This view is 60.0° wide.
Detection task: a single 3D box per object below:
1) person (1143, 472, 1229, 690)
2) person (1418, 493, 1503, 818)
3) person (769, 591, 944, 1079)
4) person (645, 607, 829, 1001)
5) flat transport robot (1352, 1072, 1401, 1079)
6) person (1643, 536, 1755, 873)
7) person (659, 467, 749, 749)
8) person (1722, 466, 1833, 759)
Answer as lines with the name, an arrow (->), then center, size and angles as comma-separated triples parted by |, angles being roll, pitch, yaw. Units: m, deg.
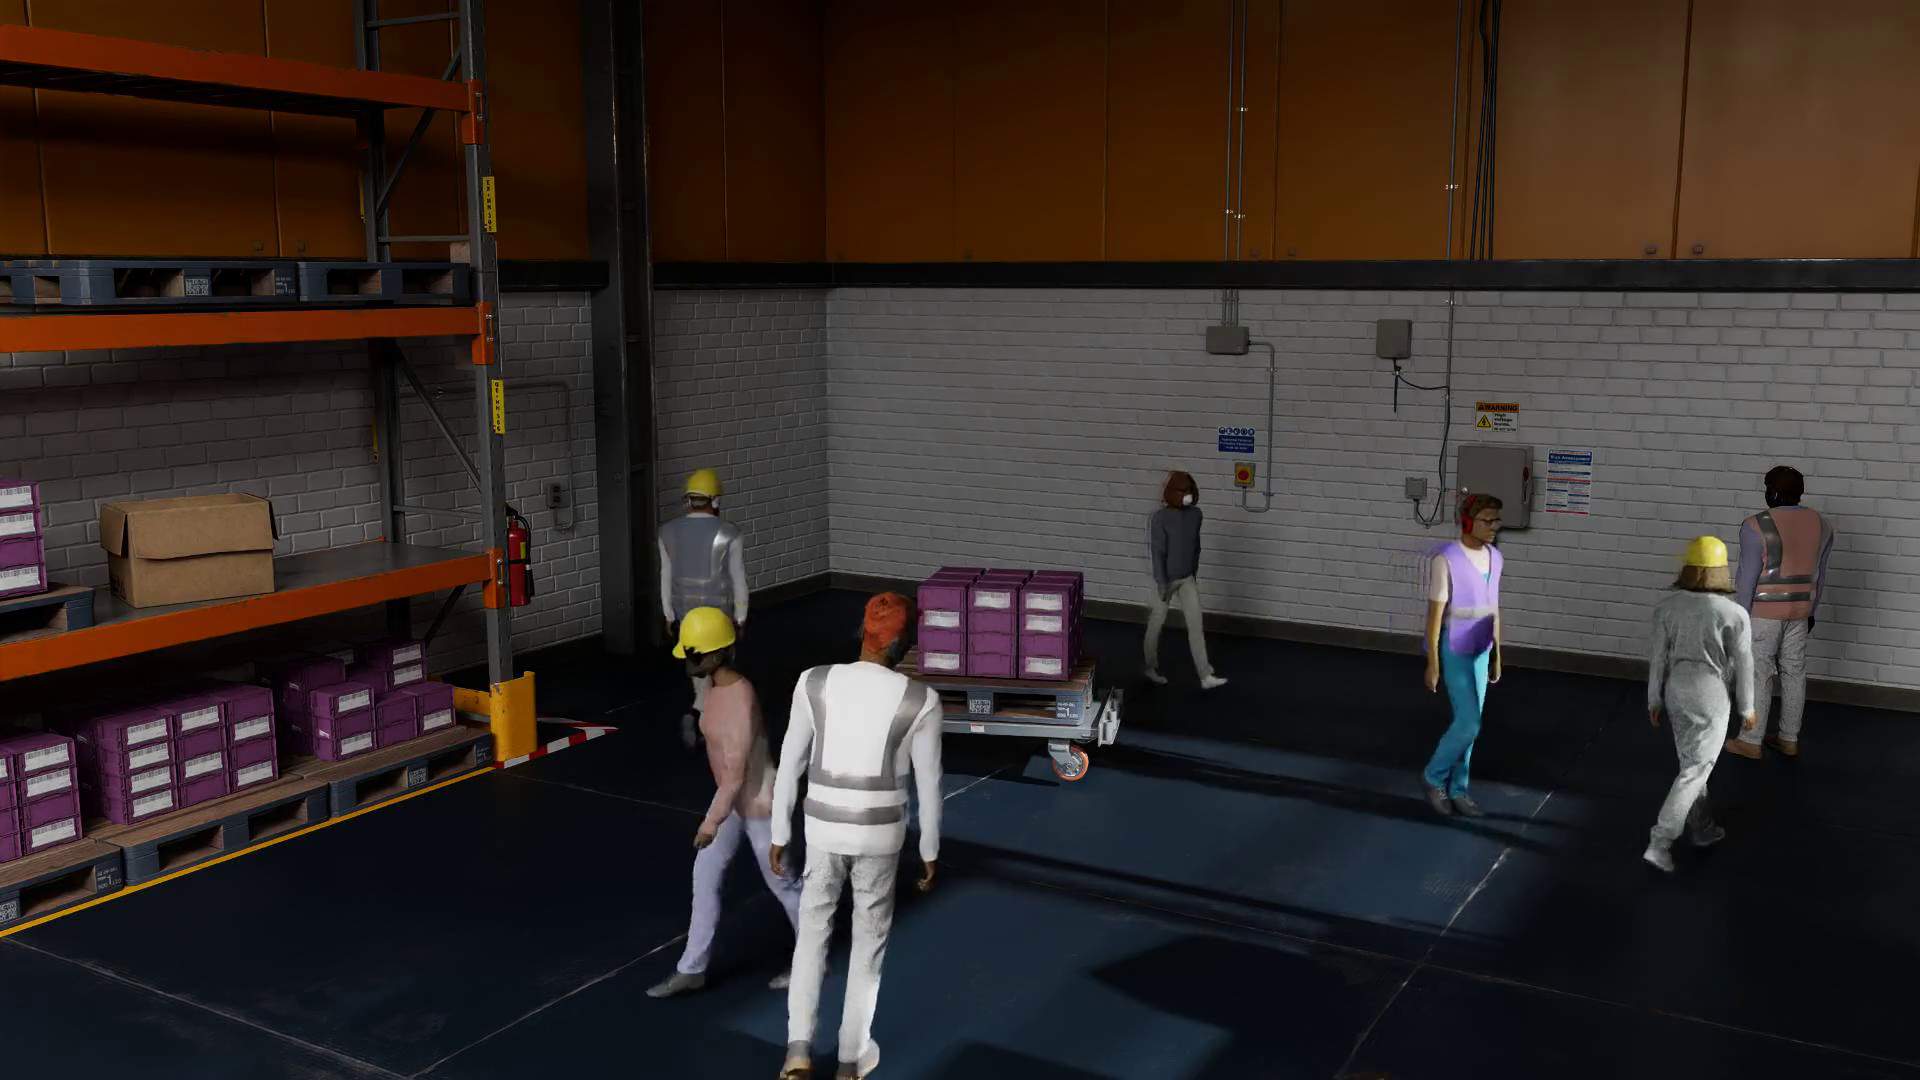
person -> 1.611, 0.305, 12.086 | 0.522, 1.589, 0.827 | -6, 11, -32
person -> 2.802, 0.647, 9.231 | 0.602, 1.830, 0.448 | -8, 12, -39
person -> -0.388, 1.128, 6.168 | 0.632, 1.853, 0.614 | 2, 9, 9
person -> -0.903, 1.096, 6.802 | 0.892, 1.703, 0.523 | -5, 10, -29
flat transport robot -> 1.074, 2.062, 5.259 | 1.431, 0.197, 0.652 | -6, 11, -34
person -> 3.766, 0.821, 8.523 | 0.888, 1.699, 0.490 | -7, 11, -36
person -> -1.645, 0.448, 10.571 | 0.588, 1.811, 0.700 | 3, 9, 16
person -> 5.095, 0.452, 10.419 | 0.625, 1.844, 0.429 | -2, 9, -14
